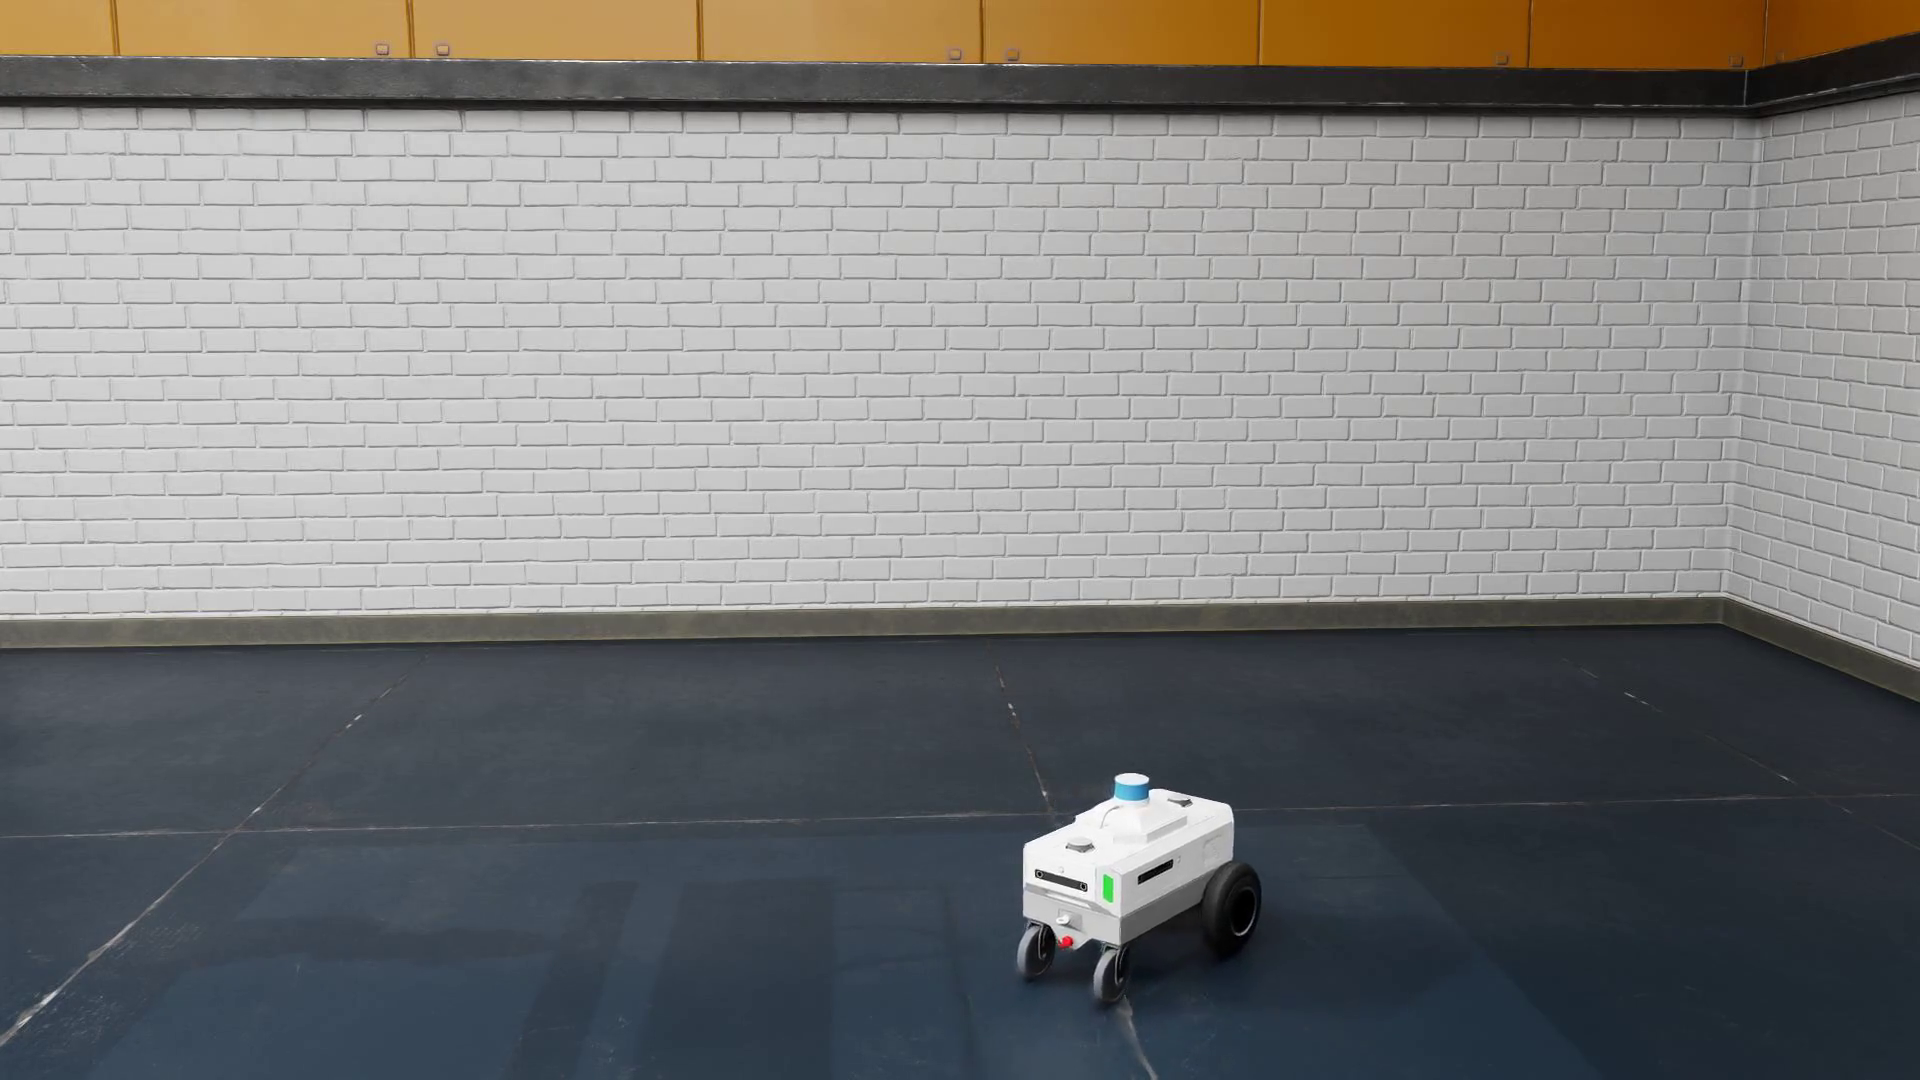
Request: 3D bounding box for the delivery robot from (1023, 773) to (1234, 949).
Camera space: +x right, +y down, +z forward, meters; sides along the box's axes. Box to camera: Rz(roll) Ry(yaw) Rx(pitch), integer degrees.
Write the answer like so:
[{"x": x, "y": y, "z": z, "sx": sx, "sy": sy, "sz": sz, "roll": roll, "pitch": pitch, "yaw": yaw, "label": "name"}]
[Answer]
[{"x": 0.500, "y": 0.930, "z": 4.875, "sx": 0.477, "sy": 0.478, "sz": 0.707, "roll": 8, "pitch": 12, "yaw": 39, "label": "delivery robot"}]
